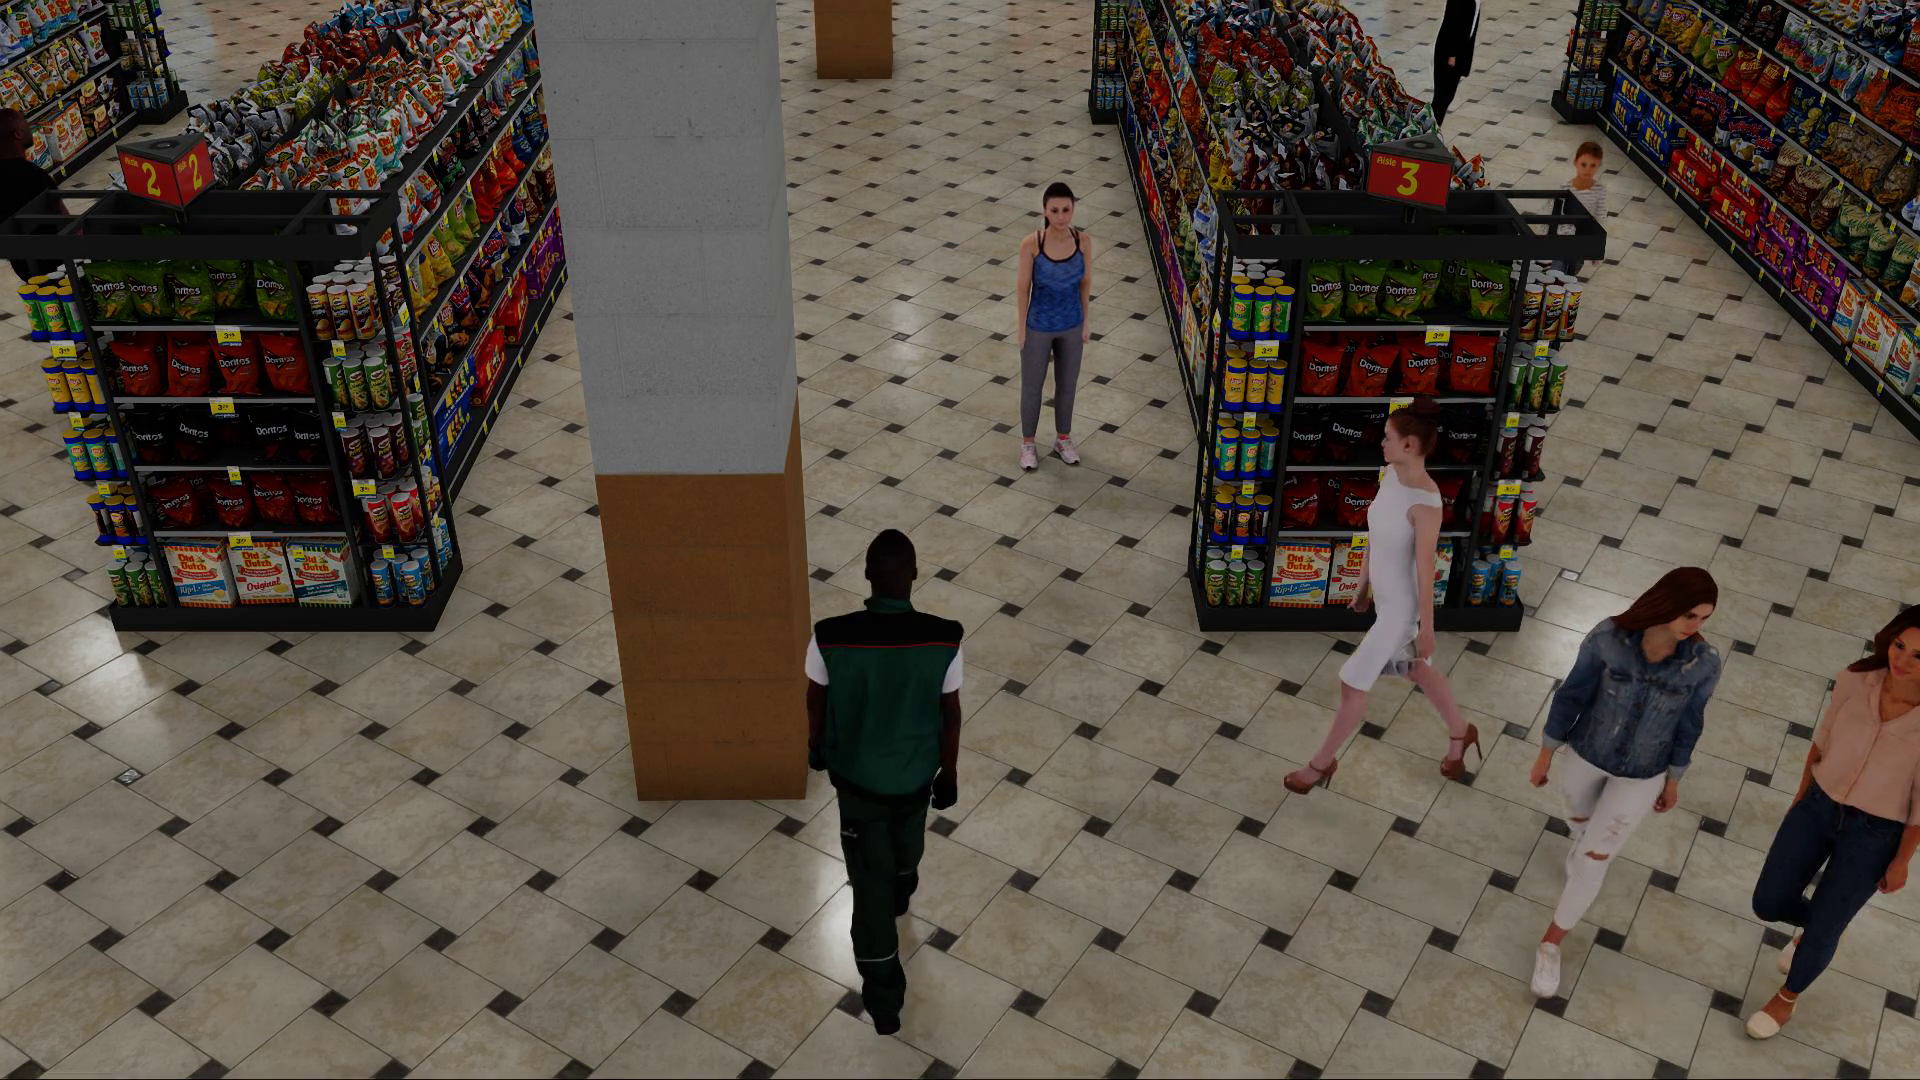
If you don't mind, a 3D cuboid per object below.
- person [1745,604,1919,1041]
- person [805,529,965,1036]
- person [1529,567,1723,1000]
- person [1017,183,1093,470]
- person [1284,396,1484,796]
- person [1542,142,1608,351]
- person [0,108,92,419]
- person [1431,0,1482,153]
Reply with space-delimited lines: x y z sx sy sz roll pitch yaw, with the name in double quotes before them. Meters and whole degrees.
"person" 2.975 0.915 5.470 0.842 1.779 0.794 -19 37 -28
"person" -0.256 0.829 5.585 0.795 1.802 1.219 -5 32 -7
"person" 2.316 0.749 5.855 1.024 1.653 1.232 19 37 27
"person" 0.503 -1.148 8.946 0.601 1.609 0.587 -6 32 -10
"person" 1.807 0.272 6.532 0.776 1.748 1.048 -5 32 -9
"person" 3.808 -1.852 10.383 0.601 1.286 0.882 5 32 9
"person" -5.112 -1.498 9.314 0.792 1.813 0.811 17 36 25
"person" 3.855 -3.826 13.069 0.729 1.800 0.612 17 36 25
